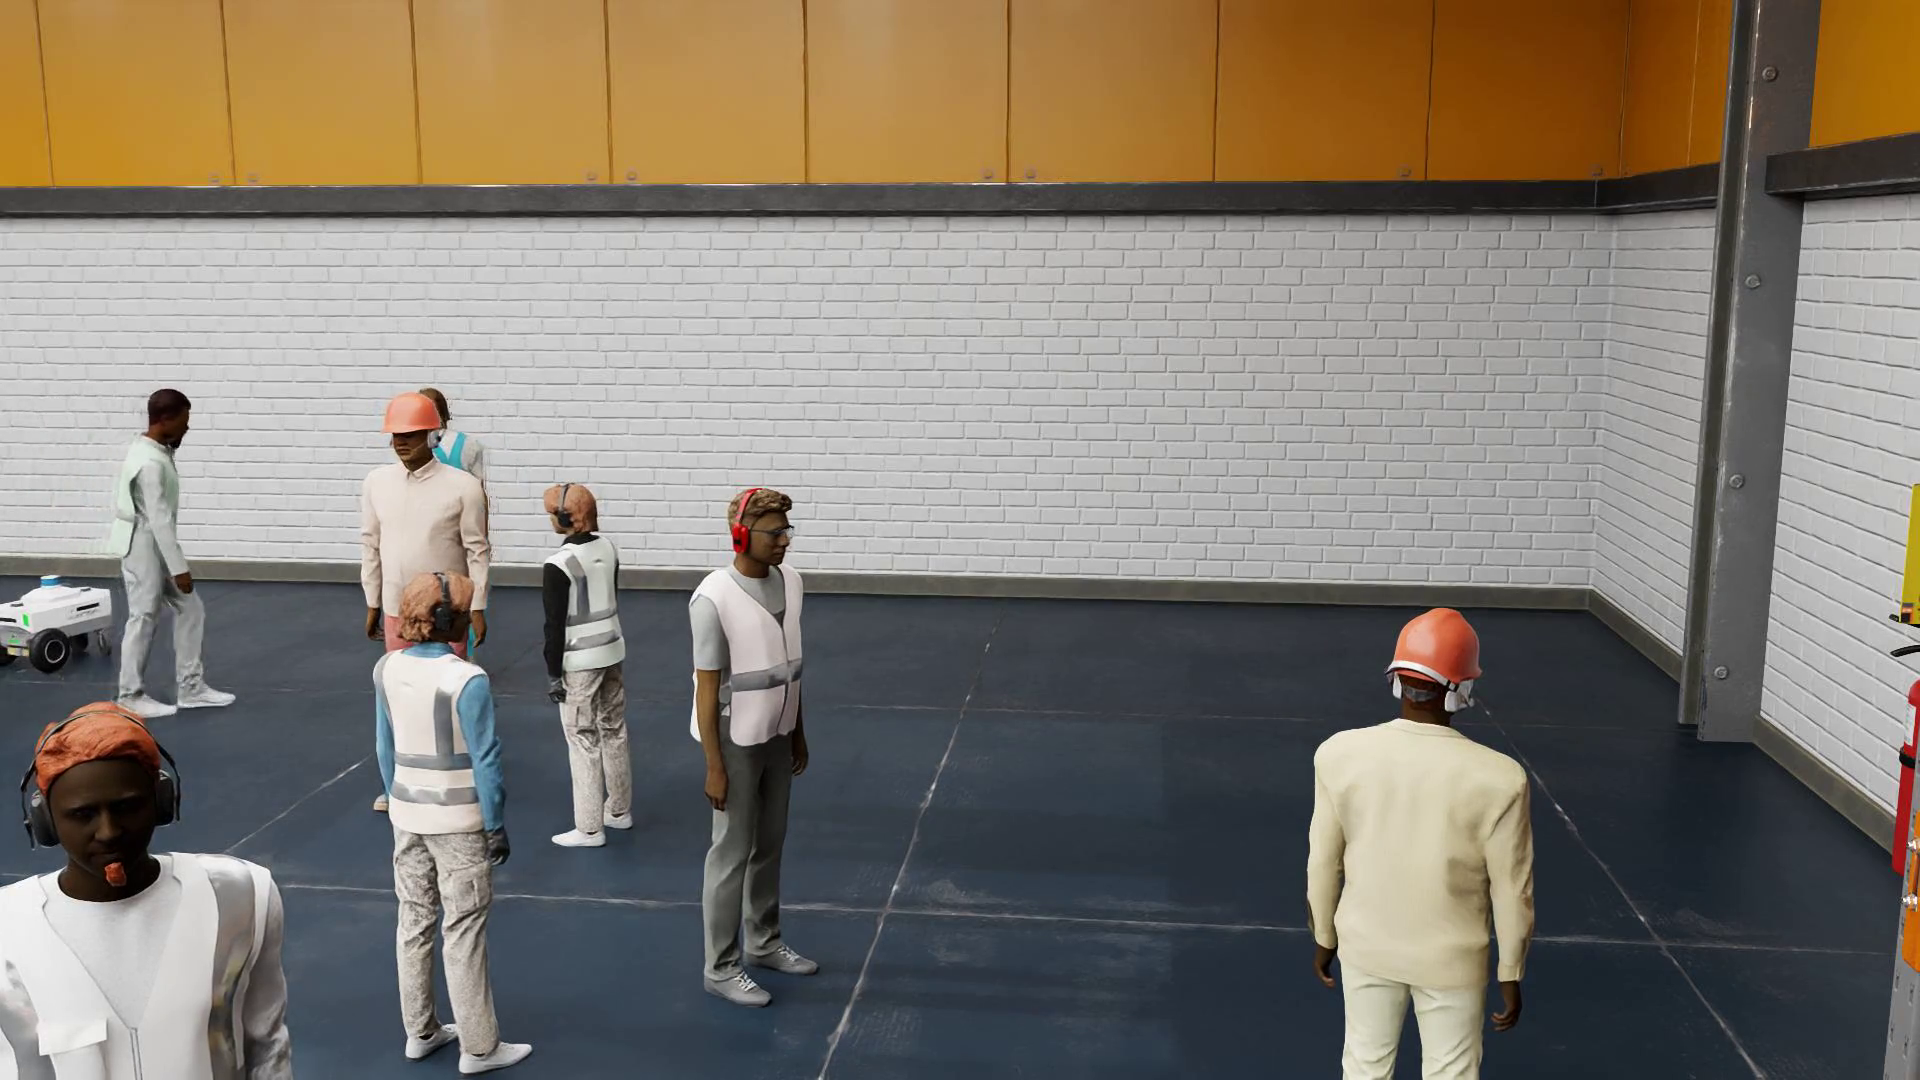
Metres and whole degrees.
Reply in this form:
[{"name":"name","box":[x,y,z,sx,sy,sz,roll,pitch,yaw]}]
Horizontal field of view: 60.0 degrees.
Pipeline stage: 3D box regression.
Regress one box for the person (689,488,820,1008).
[{"name":"person","box":[-0.751,0.719,5.892,0.386,1.837,0.563,5,11,27]}]

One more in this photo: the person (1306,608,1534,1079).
[{"name":"person","box":[1.186,1.037,4.296,0.572,1.748,0.342,6,11,30]}]

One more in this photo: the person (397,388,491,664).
[{"name":"person","box":[-3.177,-0.020,10.172,0.516,1.812,0.543,-8,13,-38]}]

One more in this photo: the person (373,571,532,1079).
[{"name":"person","box":[-1.658,0.911,5.351,0.512,1.637,0.312,6,12,31]}]

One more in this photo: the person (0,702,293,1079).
[{"name":"person","box":[-1.451,1.211,2.935,0.574,1.882,0.356,-7,12,-37]}]

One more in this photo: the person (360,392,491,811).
[{"name":"person","box":[-2.519,0.300,7.824,0.611,1.996,0.387,1,10,8]}]

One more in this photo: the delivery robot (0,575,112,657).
[{"name":"delivery robot","box":[-5.835,0.471,10.699,0.477,0.478,0.707,4,11,19]}]

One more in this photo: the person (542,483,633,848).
[{"name":"person","box":[-1.670,0.555,7.416,0.321,1.628,0.508,4,11,22]}]

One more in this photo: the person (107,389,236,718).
[{"name":"person","box":[-4.454,0.087,9.376,0.752,1.871,0.614,-4,11,-21]}]
